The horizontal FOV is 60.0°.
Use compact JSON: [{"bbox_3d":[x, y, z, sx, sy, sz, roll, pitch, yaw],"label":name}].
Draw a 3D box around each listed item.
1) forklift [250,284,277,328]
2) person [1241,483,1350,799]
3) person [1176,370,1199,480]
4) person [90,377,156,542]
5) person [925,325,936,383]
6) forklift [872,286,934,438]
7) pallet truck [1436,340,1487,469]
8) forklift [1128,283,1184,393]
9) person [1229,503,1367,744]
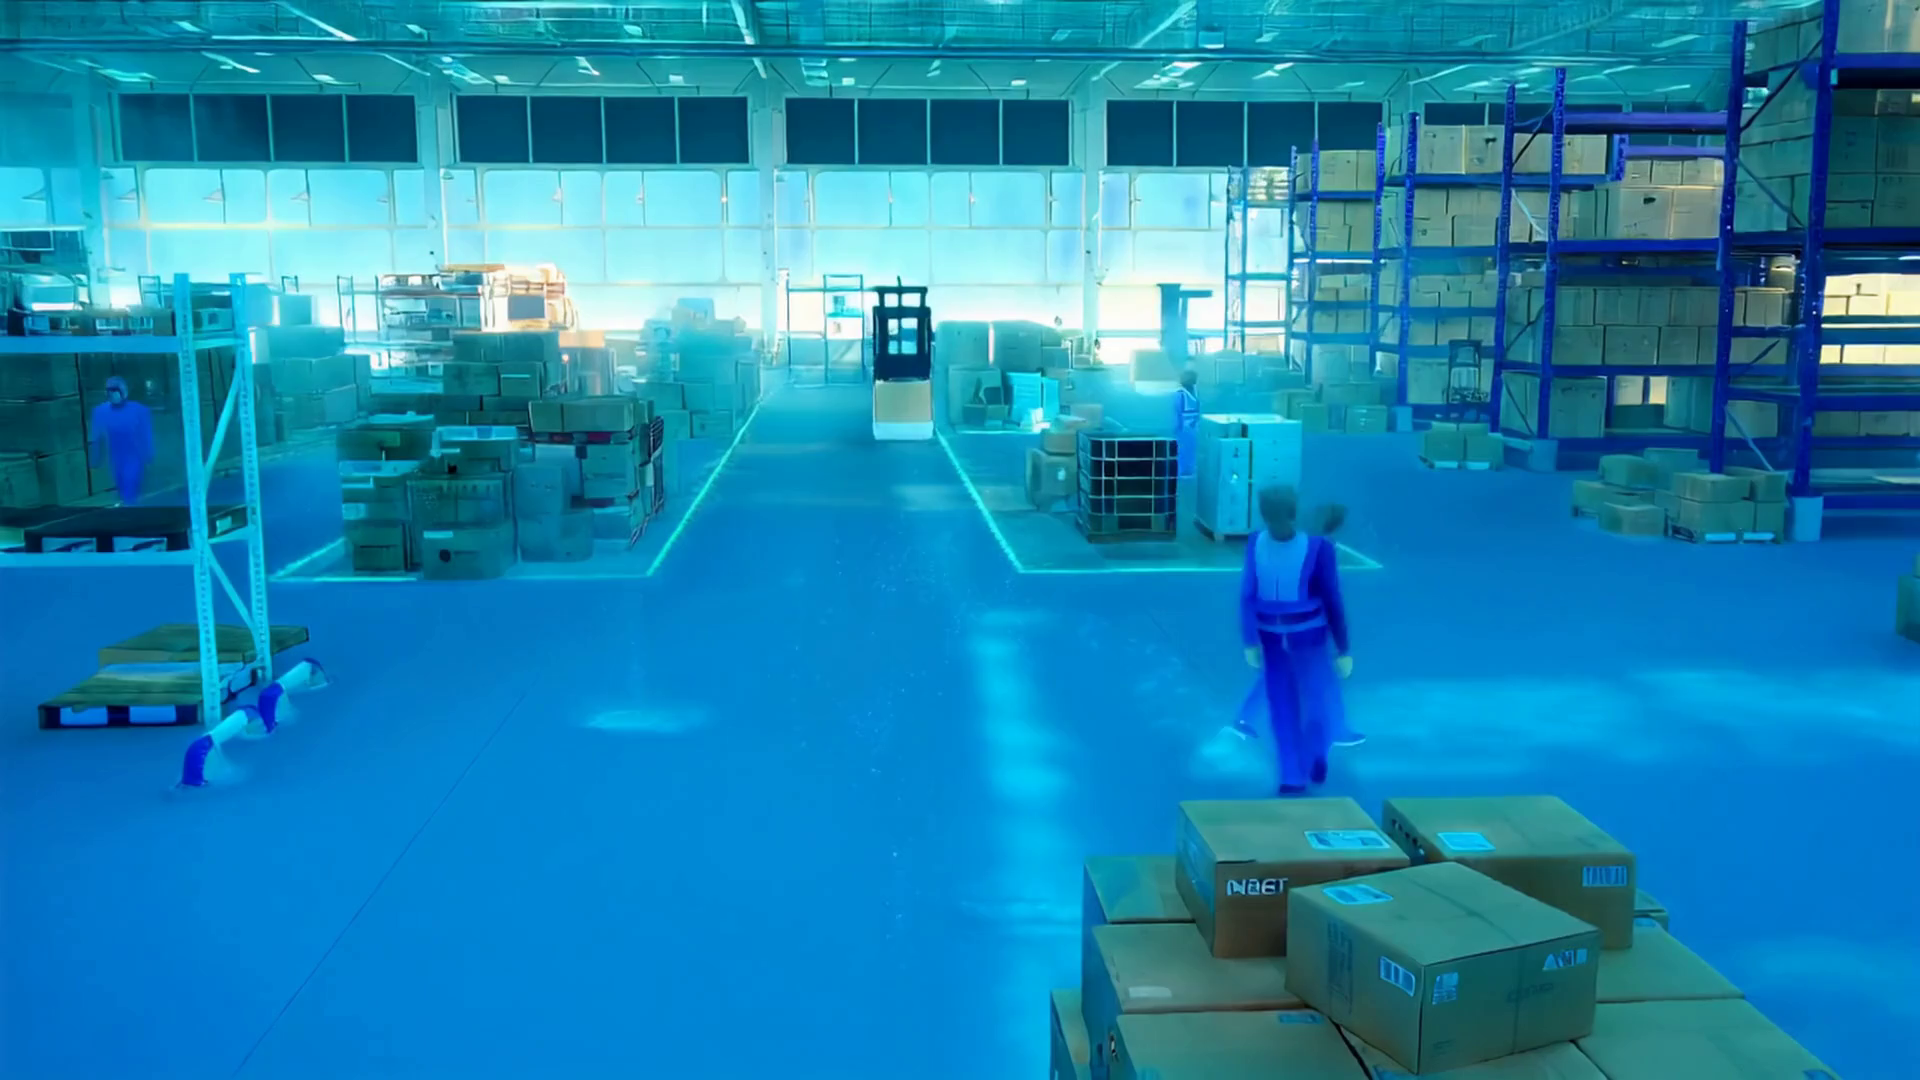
[{"bbox_3d":[-15.998,-4.512,38.359,1.873,2.768,1.129,-2,9,-10],"label":"forklift"},{"bbox_3d":[2.009,0.573,9.699,0.690,1.843,0.780,7,12,39],"label":"person"},{"bbox_3d":[3.384,-1.697,24.619,0.381,1.623,0.536,7,12,38],"label":"person"},{"bbox_3d":[-9.416,-0.881,18.679,0.650,1.887,1.043,0,9,-1],"label":"person"},{"bbox_3d":[-0.612,-3.870,37.351,0.579,1.909,0.781,-6,11,-31],"label":"person"},{"bbox_3d":[-1.084,-3.377,31.233,1.129,2.768,1.873,-1,9,-4],"label":"forklift"},{"bbox_3d":[8.004,-2.170,26.422,0.823,1.965,1.885,2,9,14],"label":"pallet truck"},{"bbox_3d":[5.324,-5.183,42.572,1.873,2.768,1.129,-1,9,-4],"label":"forklift"},{"bbox_3d":[2.175,0.544,10.666,0.871,1.586,0.538,-1,9,-8],"label":"person"}]
